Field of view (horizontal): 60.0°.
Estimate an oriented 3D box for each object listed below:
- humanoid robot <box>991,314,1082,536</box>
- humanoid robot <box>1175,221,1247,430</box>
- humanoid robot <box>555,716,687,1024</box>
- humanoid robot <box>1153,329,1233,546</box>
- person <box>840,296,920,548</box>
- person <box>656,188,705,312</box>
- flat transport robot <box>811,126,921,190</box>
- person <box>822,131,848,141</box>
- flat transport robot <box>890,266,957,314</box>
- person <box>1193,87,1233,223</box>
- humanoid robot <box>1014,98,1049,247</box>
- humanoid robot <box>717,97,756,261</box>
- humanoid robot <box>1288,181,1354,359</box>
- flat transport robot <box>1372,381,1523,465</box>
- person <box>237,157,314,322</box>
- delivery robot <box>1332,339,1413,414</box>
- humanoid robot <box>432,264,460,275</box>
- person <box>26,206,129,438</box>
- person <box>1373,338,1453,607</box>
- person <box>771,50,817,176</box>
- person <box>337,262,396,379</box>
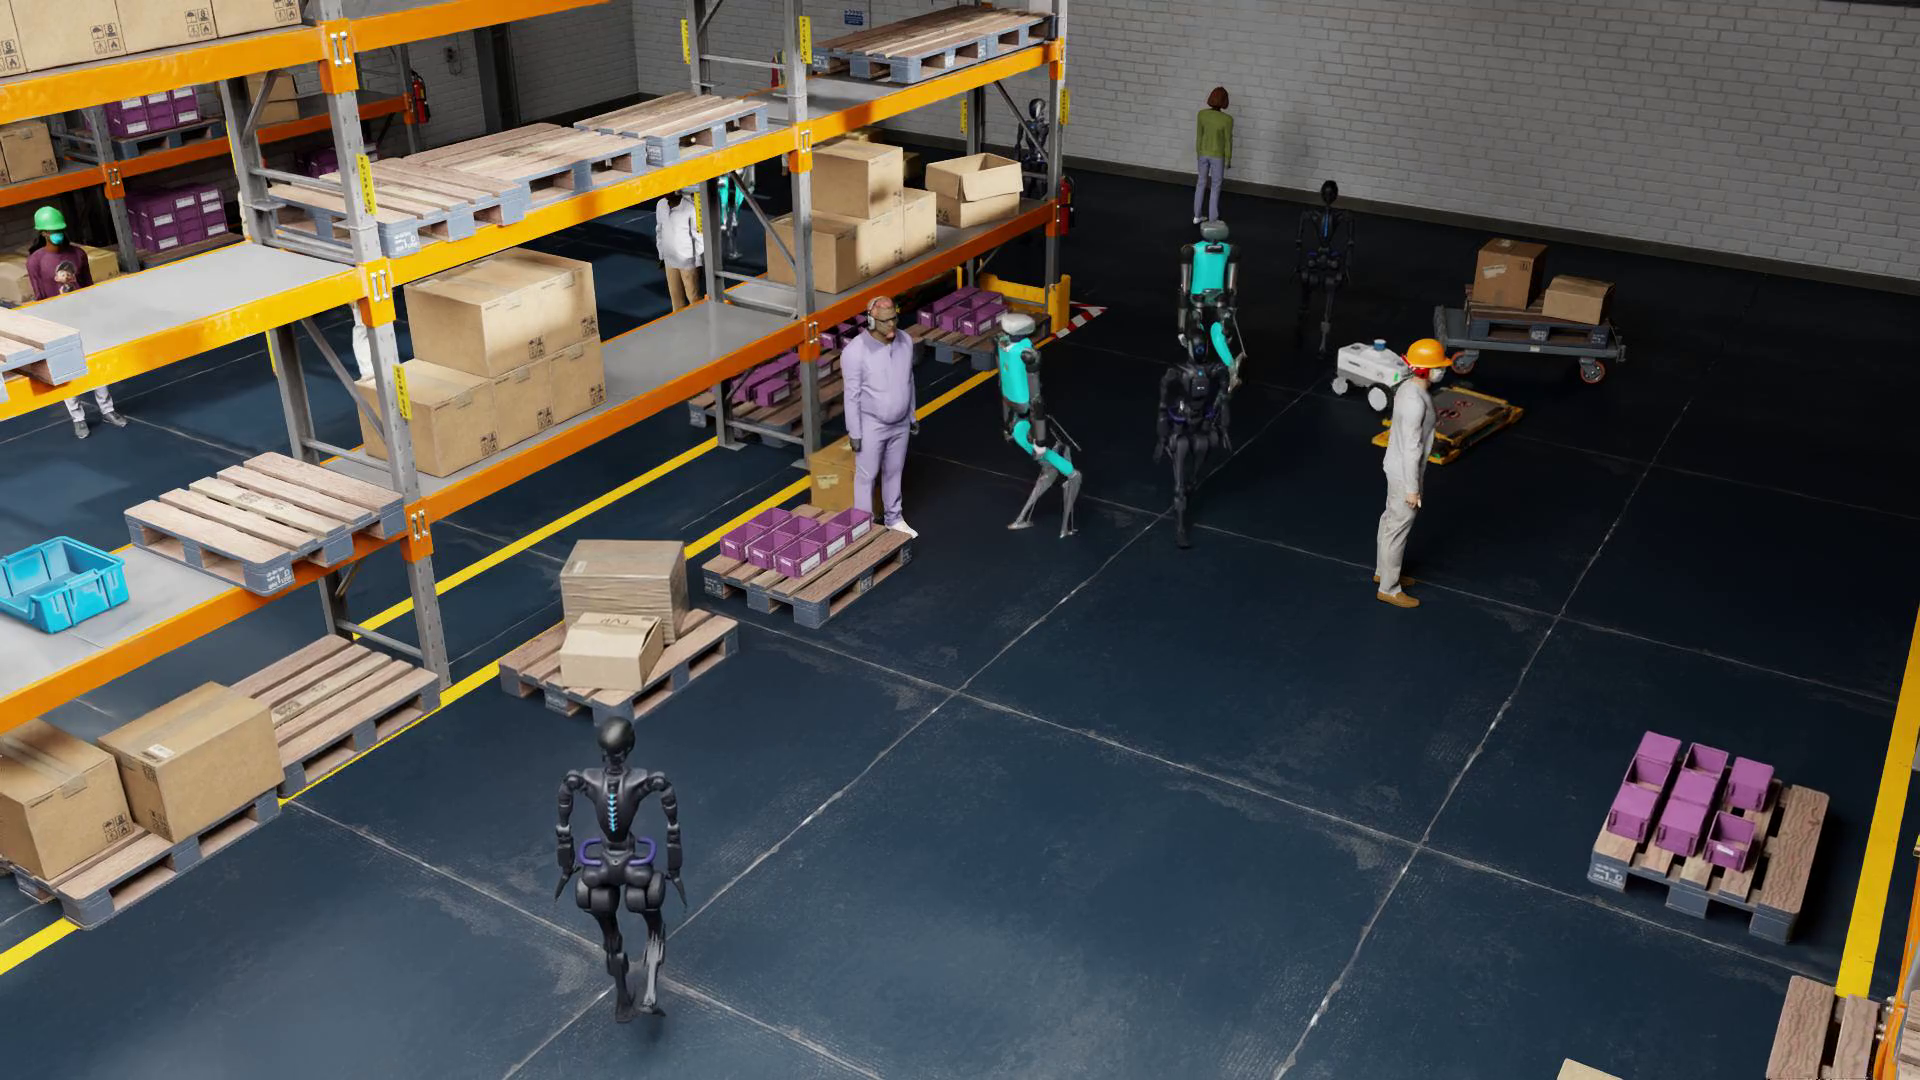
[{"bbox_3d":[0.645,-0.839,12.267,0.797,1.796,0.531,-15,31,-27],"label":"humanoid robot"},{"bbox_3d":[2.138,-1.747,14.002,0.559,1.741,0.891,-5,27,-10],"label":"humanoid robot"},{"bbox_3d":[-1.568,1.555,7.587,0.607,1.645,0.425,-2,27,-4],"label":"humanoid robot"},{"bbox_3d":[1.731,-0.770,12.192,0.601,1.628,0.713,-6,27,-11],"label":"humanoid robot"},{"bbox_3d":[-0.547,-0.845,12.054,0.636,1.910,0.409,-22,34,-36],"label":"person"},{"bbox_3d":[-2.674,-2.673,15.826,0.570,1.747,0.341,18,32,31],"label":"person"},{"bbox_3d":[-1.147,-4.075,20.228,1.431,0.231,0.659,14,30,25],"label":"flat transport robot"},{"bbox_3d":[-1.402,-3.509,17.444,0.917,1.784,0.560,-5,27,-9],"label":"person"},{"bbox_3d":[-0.501,-2.708,17.533,0.659,0.231,1.431,16,31,29],"label":"flat transport robot"},{"bbox_3d":[2.981,-4.507,19.580,0.492,1.624,0.281,21,34,35],"label":"person"},{"bbox_3d":[0.869,-4.164,18.841,0.601,1.653,0.323,17,31,30],"label":"humanoid robot"},{"bbox_3d":[-2.560,-3.857,18.280,0.545,1.870,0.750,7,28,13],"label":"humanoid robot"},{"bbox_3d":[3.433,-2.592,15.791,0.591,1.626,0.739,4,27,9],"label":"humanoid robot"},{"bbox_3d":[4.175,-1.005,14.179,0.659,0.231,1.431,23,35,38],"label":"flat transport robot"},{"bbox_3d":[-6.735,-2.928,16.350,0.573,1.737,0.398,-5,27,-10],"label":"person"},{"bbox_3d":[3.711,-1.502,14.809,0.499,0.564,0.739,-19,33,-33],"label":"delivery robot"},{"bbox_3d":[-5.102,-2.935,16.434,0.412,1.647,0.590,15,30,27],"label":"humanoid robot"},{"bbox_3d":[-7.470,-1.848,13.980,0.422,1.954,0.491,21,34,35],"label":"person"},{"bbox_3d":[3.063,-0.471,11.332,0.359,1.896,0.569,5,27,9],"label":"person"},{"bbox_3d":[-2.135,-5.678,21.650,0.625,1.844,0.429,-4,27,-8],"label":"person"},{"bbox_3d":[-5.284,-2.286,14.859,0.354,1.937,0.634,9,28,18],"label":"person"}]
